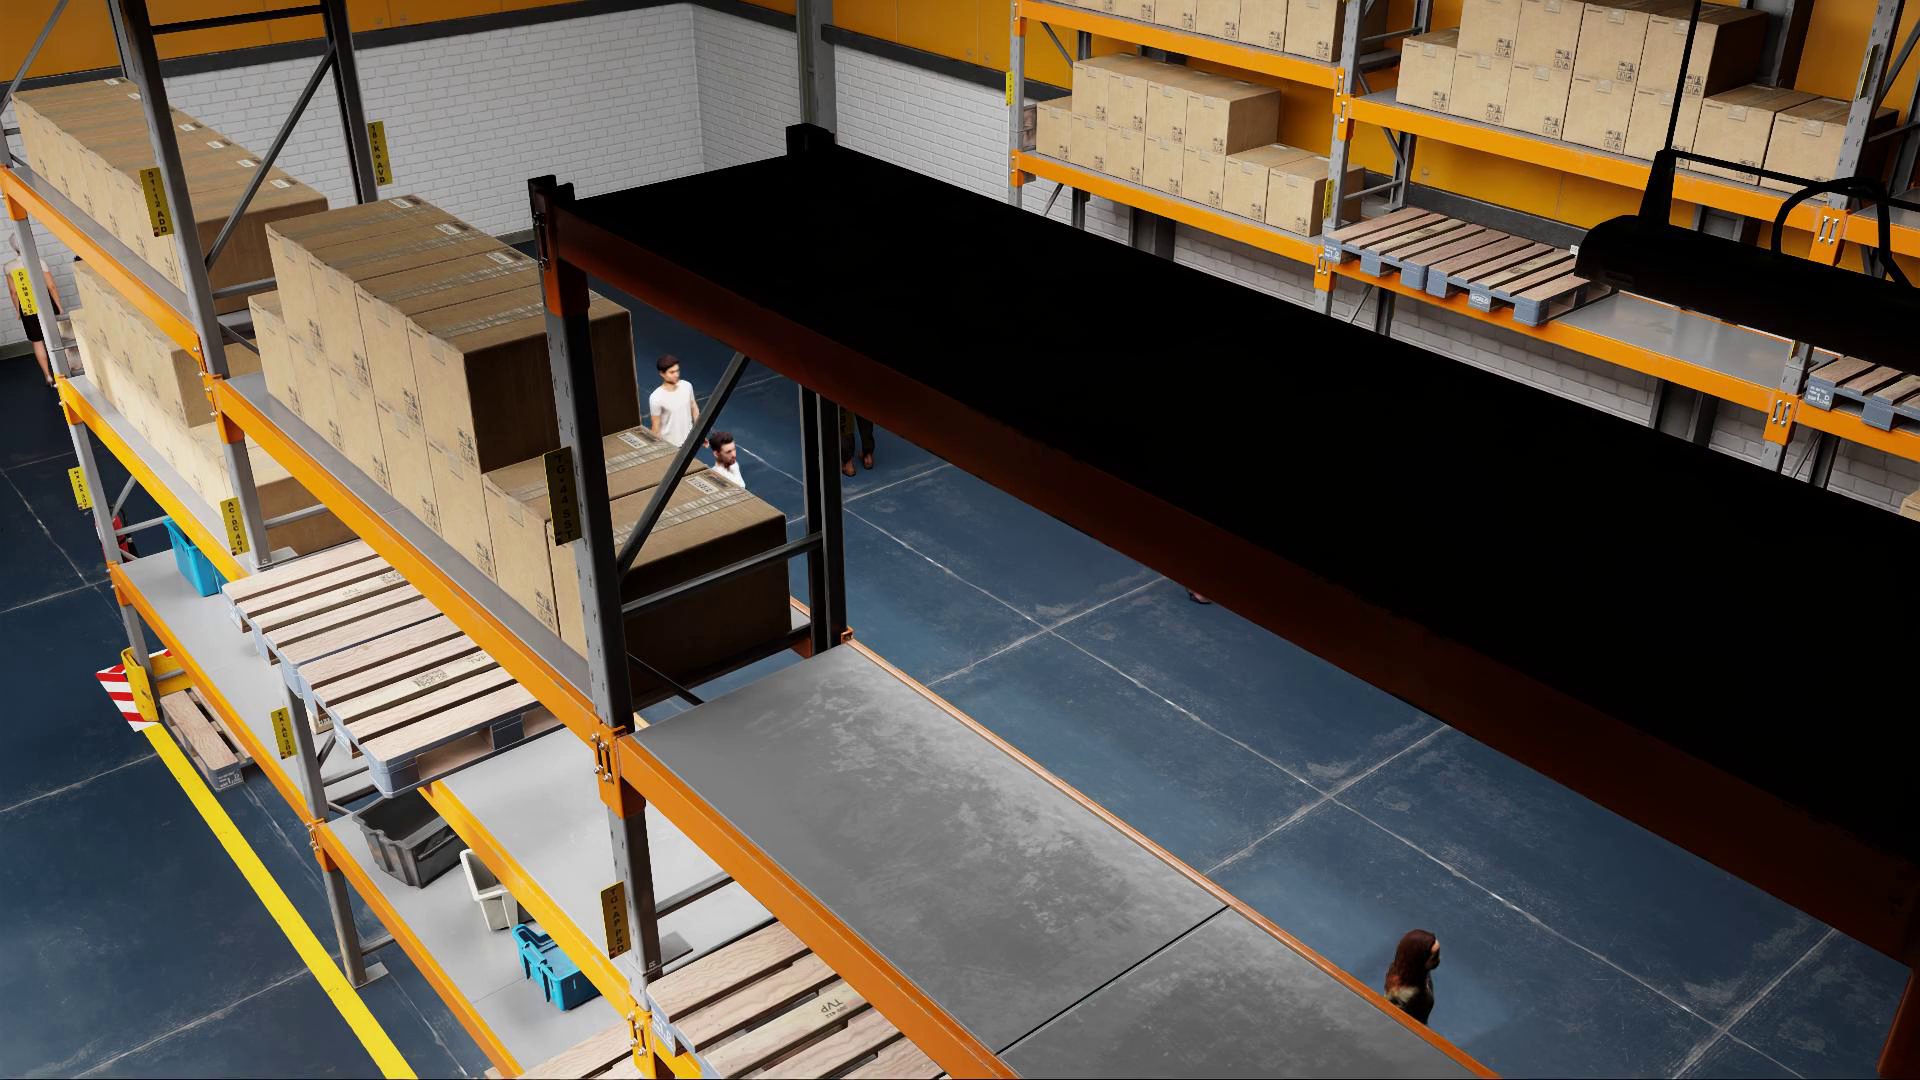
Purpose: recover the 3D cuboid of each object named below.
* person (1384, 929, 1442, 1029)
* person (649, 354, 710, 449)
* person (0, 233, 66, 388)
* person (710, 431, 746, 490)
[{"bbox_3d":[2.330,2.674,9.014,0.965,1.452,0.803,14,32,24],"label":"person"},{"bbox_3d":[-2.667,-0.941,15.396,1.139,1.686,0.808,20,34,32],"label":"person"},{"bbox_3d":[-10.088,-2.499,18.224,0.700,1.715,0.650,-10,30,-18],"label":"person"},{"bbox_3d":[-1.969,-0.047,13.598,1.199,1.838,1.006,11,30,19],"label":"person"}]
